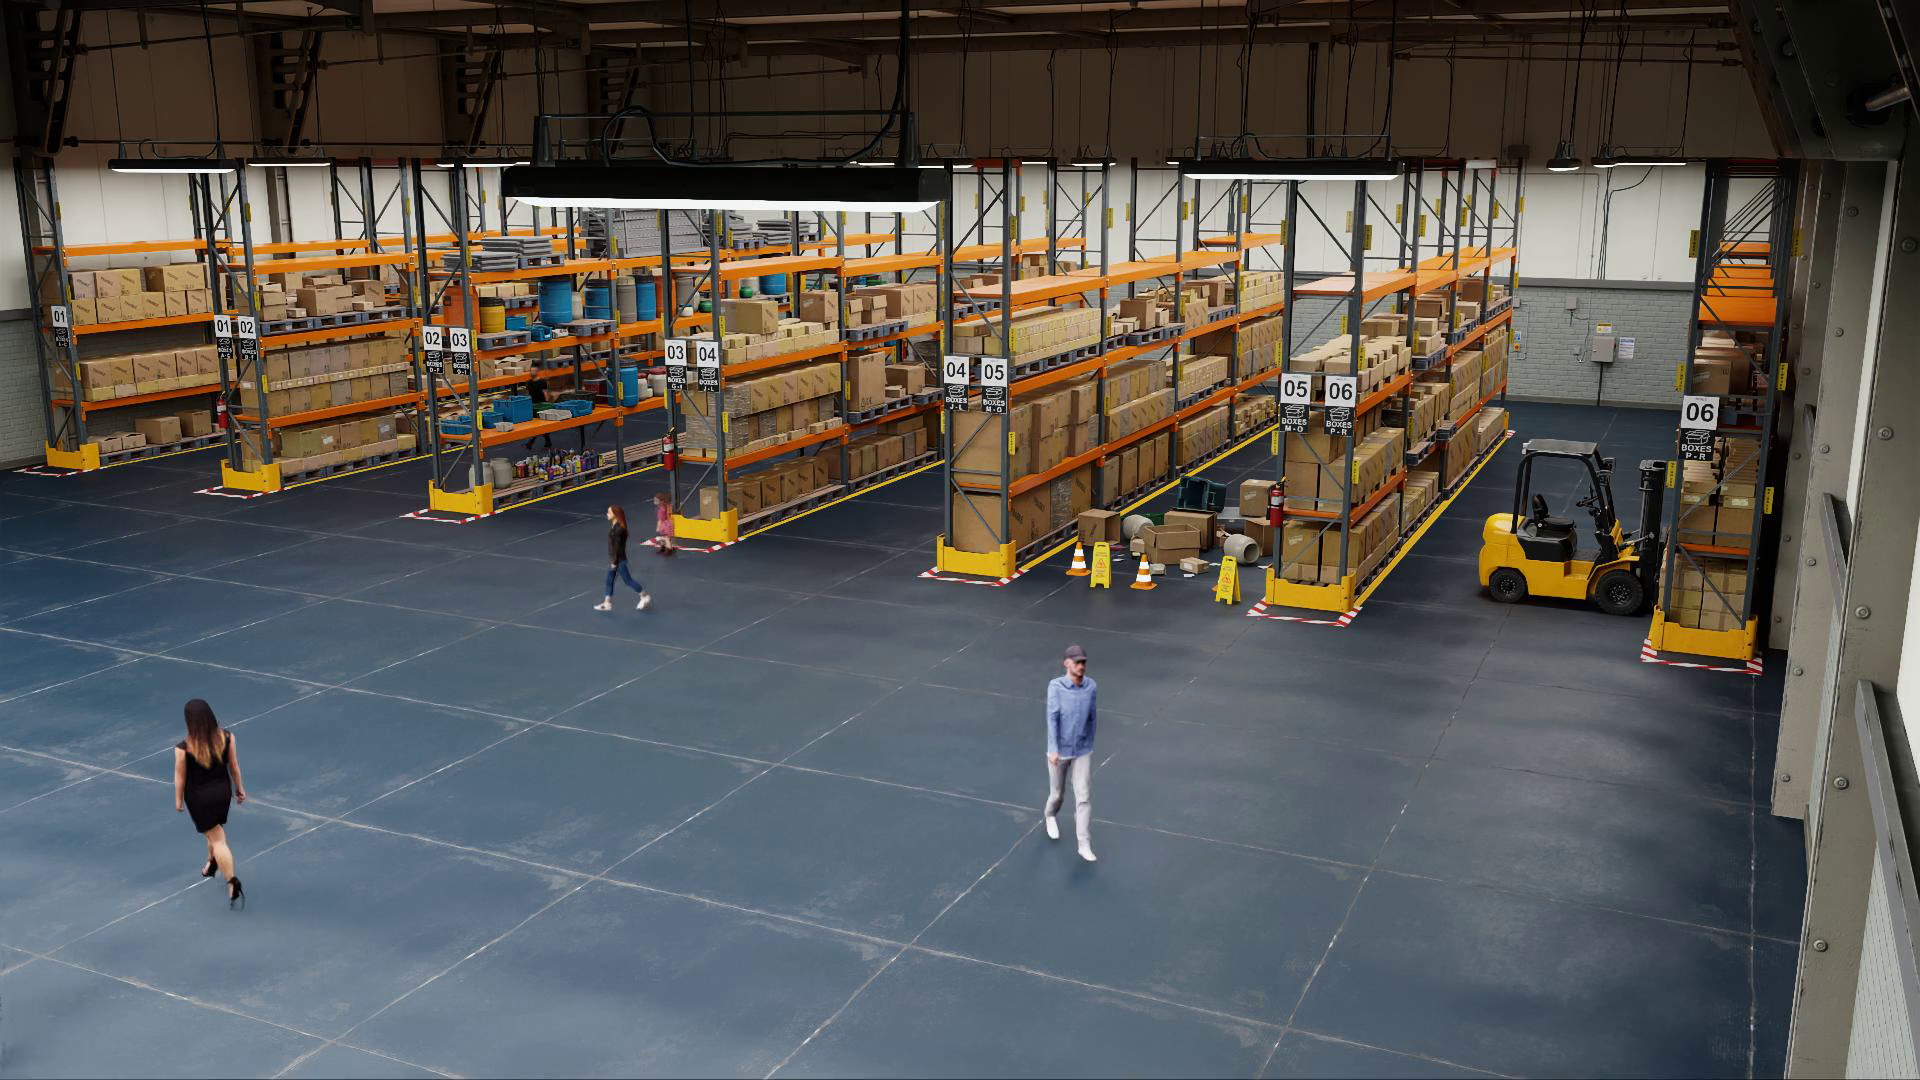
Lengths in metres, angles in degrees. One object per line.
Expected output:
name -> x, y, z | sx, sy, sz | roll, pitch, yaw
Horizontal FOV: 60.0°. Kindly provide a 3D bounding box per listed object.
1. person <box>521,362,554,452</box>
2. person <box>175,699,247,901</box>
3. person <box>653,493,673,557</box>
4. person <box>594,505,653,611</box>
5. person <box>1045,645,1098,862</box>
person -> -8.735, -2.771, 34.689 | 0.845, 1.823, 1.189 | 9, 16, 33
person -> -6.116, 2.179, 13.657 | 0.891, 1.668, 1.066 | 11, 17, 39
person -> -4.544, -0.240, 25.567 | 0.602, 1.007, 0.537 | 2, 13, 7
person -> -4.527, 0.257, 22.441 | 1.040, 1.451, 0.929 | -6, 14, -25
person -> 0.938, 1.831, 14.720 | 1.078, 1.866, 1.218 | -3, 13, -11
